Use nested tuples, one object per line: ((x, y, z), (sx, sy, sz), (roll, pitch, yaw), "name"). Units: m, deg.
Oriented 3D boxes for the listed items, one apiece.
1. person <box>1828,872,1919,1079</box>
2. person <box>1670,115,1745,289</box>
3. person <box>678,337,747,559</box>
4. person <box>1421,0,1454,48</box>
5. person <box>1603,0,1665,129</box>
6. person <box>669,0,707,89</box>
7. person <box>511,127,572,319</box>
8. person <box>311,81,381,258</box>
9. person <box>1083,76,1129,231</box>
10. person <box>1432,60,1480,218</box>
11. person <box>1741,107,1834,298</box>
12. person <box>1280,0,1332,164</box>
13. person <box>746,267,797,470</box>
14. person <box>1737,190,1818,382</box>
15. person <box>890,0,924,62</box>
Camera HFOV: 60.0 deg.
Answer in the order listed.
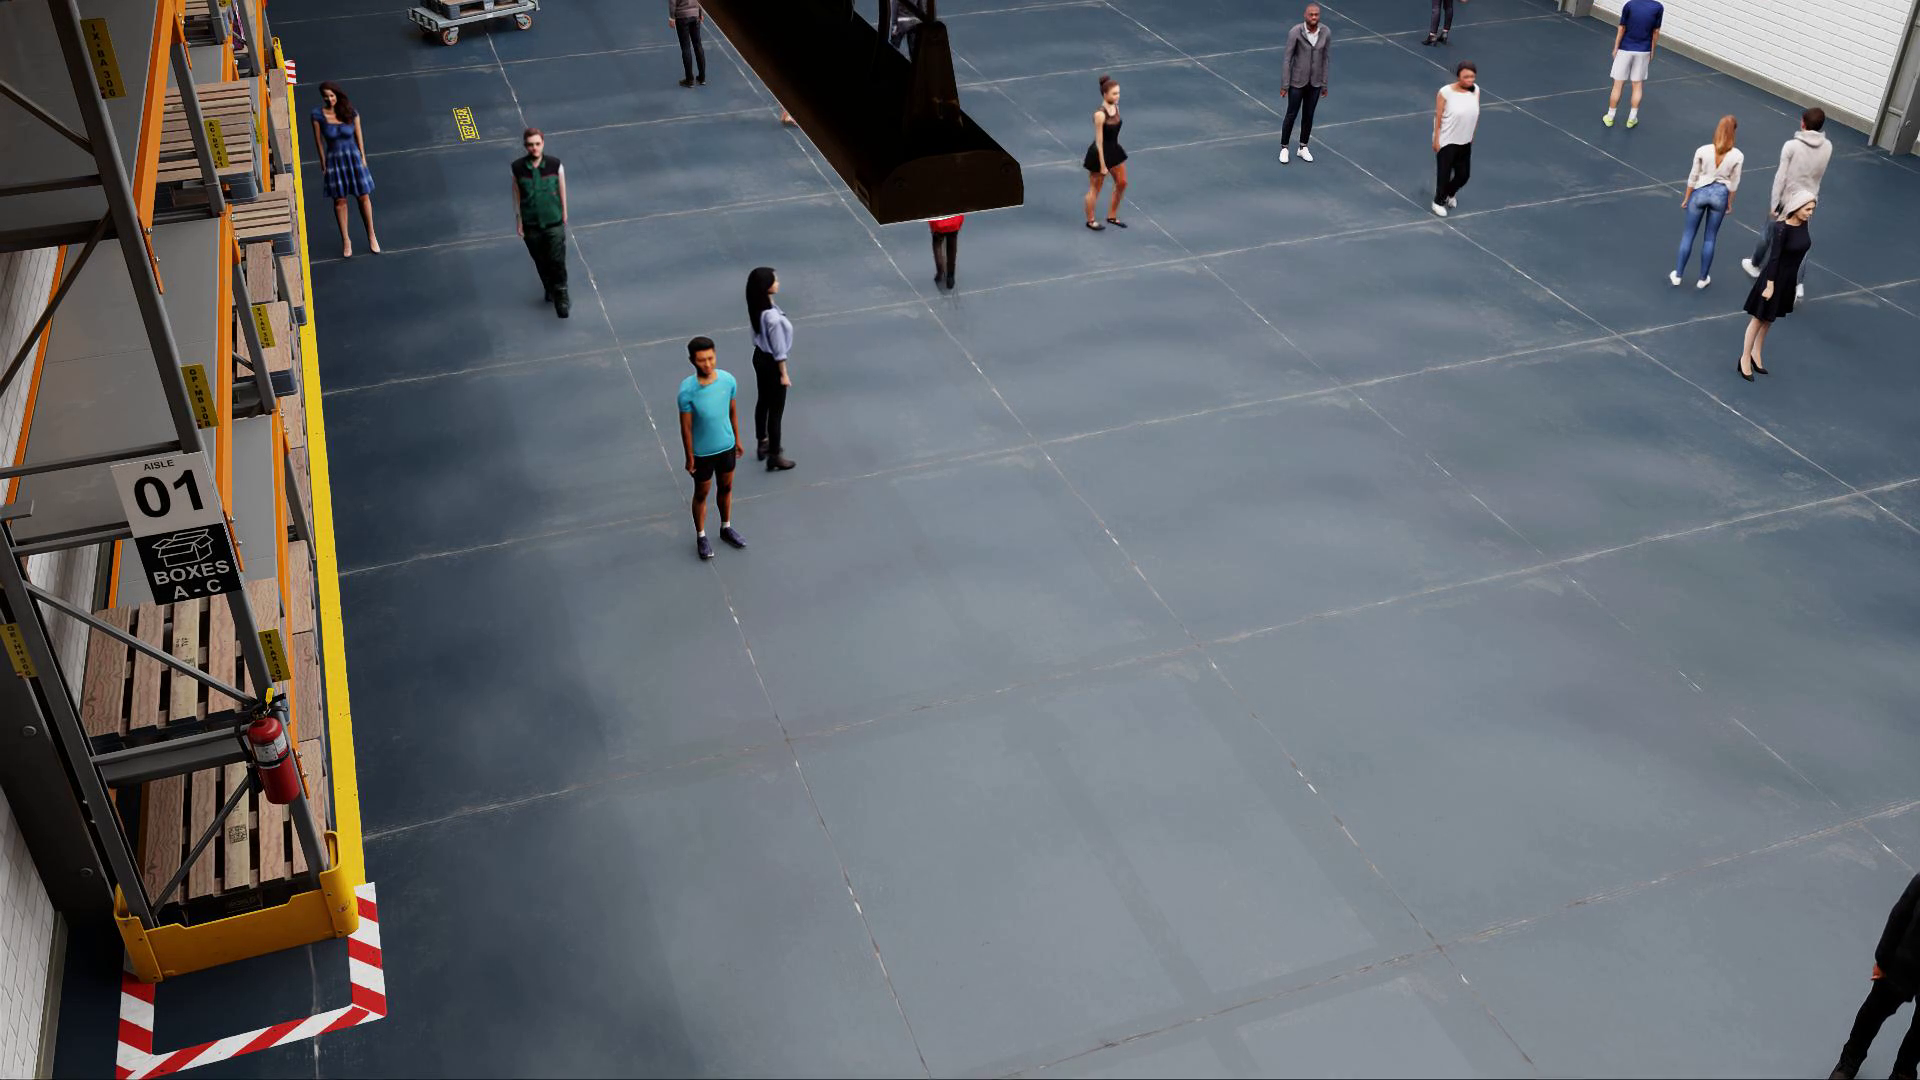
((4.725, 2.088, 8.123), (0.712, 1.779, 0.793), (20, 38, 27), "person")
((7.337, -3.318, 16.307), (0.682, 1.723, 0.725), (12, 35, 17), "person")
((-1.846, -0.698, 12.320), (0.666, 1.773, 0.592), (-21, 39, -28), "person")
((6.674, -7.696, 22.870), (0.643, 1.749, 0.588), (-16, 37, -23), "person")
((8.162, -5.922, 20.124), (0.723, 1.834, 0.749), (9, 35, 13), "person")
((-3.507, -6.739, 21.412), (0.696, 1.769, 0.635), (-19, 38, -26), "person")
((-3.987, -3.042, 15.834), (0.757, 1.787, 1.164), (-6, 34, -10), "person")
((-6.253, -3.770, 16.911), (0.663, 1.806, 0.554), (-12, 36, -18), "person")
((1.449, -4.055, 17.469), (0.841, 1.663, 0.770), (23, 40, 30), "person")
((5.301, -4.344, 17.893), (0.663, 1.675, 0.615), (-9, 35, -14), "person")
((8.114, -3.220, 16.081), (0.958, 1.809, 1.335), (0, 34, -1), "person")
((3.971, -5.272, 19.162), (0.771, 1.816, 0.652), (-4, 34, -7), "person")
((-1.535, -1.390, 13.389), (0.747, 1.743, 0.540), (-17, 37, -24), "person")
((7.222, -2.261, 14.693), (0.654, 1.749, 0.645), (-21, 39, -28), "person")
((-0.647, -6.615, 21.277), (0.668, 1.712, 0.691), (-15, 37, -22), "person")
